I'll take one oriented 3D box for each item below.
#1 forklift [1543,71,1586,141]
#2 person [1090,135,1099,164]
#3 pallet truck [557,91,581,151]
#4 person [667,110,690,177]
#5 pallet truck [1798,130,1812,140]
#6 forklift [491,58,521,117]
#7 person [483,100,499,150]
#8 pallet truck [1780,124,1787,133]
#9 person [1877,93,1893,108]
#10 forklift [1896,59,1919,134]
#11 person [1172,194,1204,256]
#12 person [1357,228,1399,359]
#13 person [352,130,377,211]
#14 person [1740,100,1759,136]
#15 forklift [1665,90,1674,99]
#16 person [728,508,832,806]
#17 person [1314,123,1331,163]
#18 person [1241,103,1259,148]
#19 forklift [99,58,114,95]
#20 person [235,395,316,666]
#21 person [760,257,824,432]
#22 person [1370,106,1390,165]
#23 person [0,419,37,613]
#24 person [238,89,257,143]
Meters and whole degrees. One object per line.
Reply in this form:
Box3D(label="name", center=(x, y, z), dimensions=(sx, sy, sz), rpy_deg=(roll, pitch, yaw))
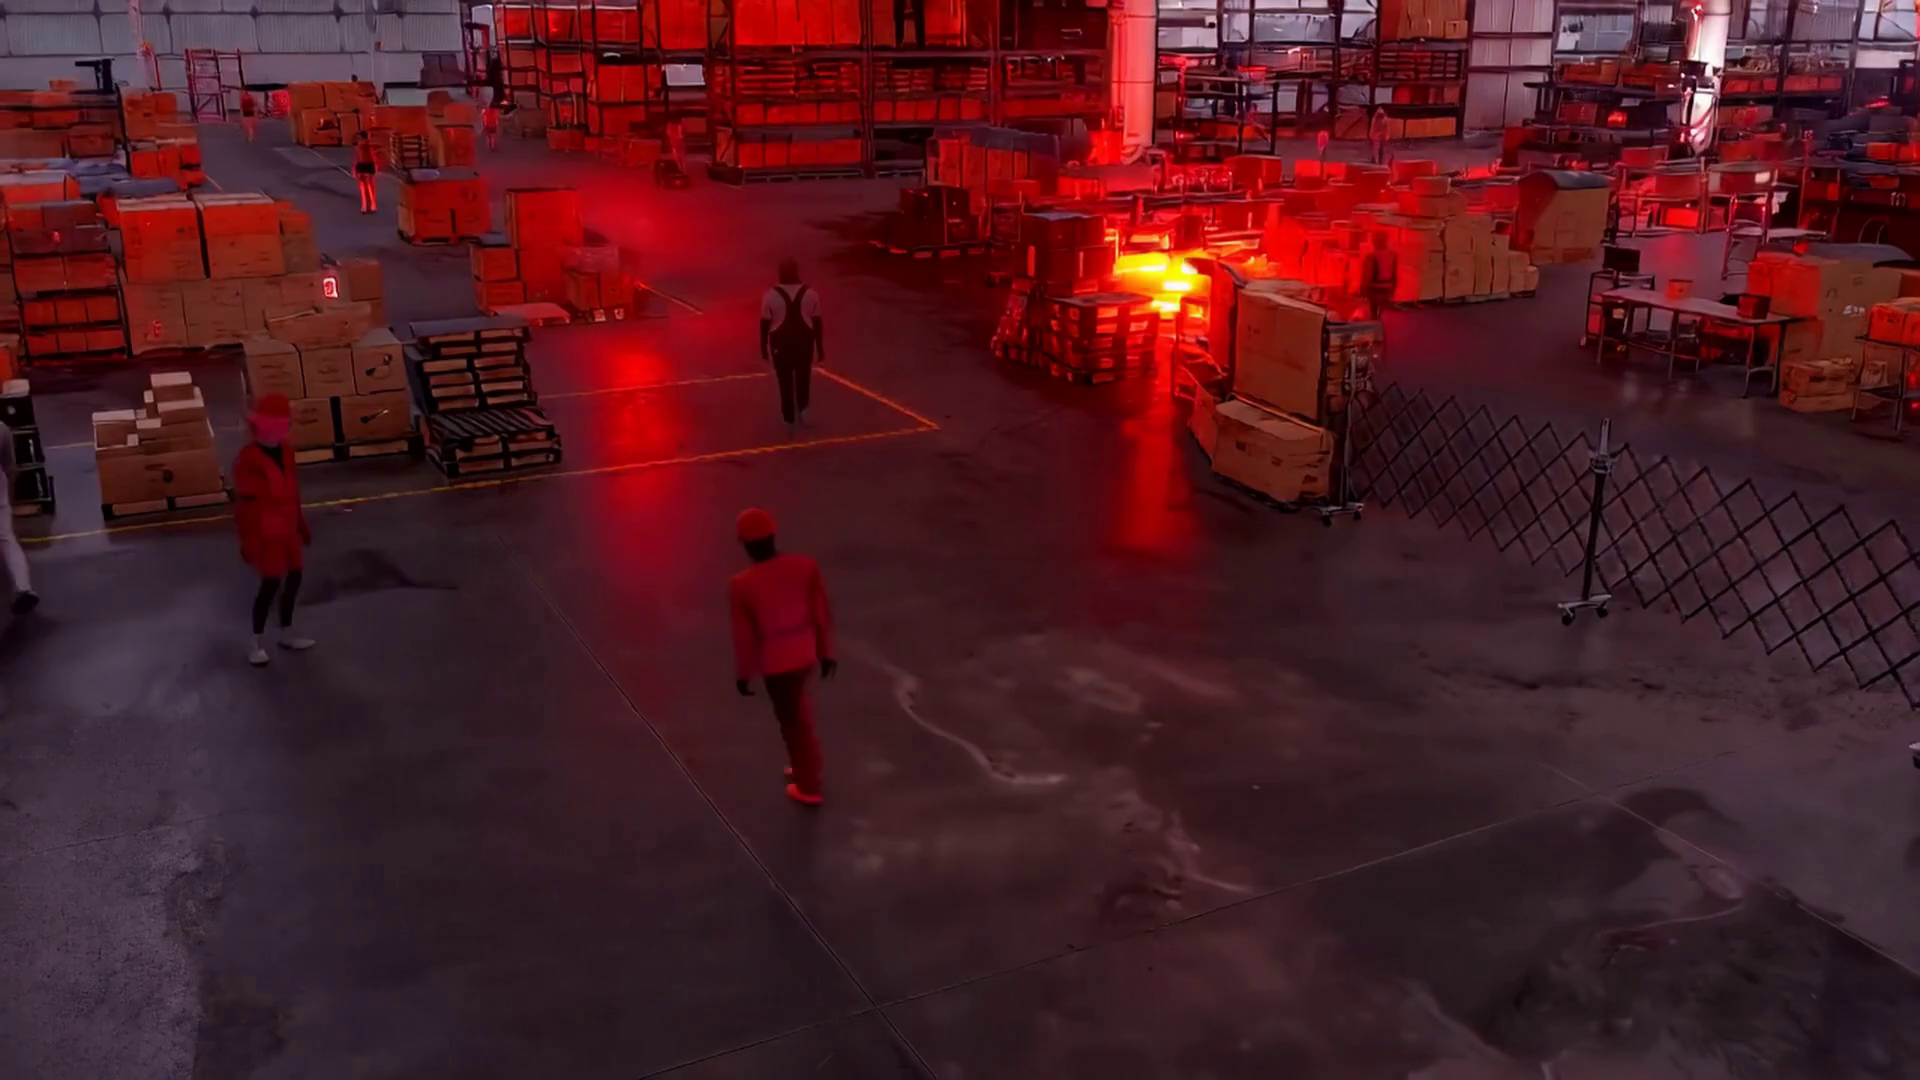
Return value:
Box3D(label="forklift", center=(18.685, -13.231, 52.085), dimensions=(1.873, 2.768, 1.129), rpy_deg=(-9, 20, -26))
Box3D(label="person", center=(3.418, -9.342, 41.862), dimensions=(0.316, 1.697, 0.542), rpy_deg=(1, 18, 4))
Box3D(label="pallet truck", center=(-13.495, -14.412, 57.188), dimensions=(0.823, 1.965, 1.885), rpy_deg=(-3, 18, -9))
Box3D(label="person", center=(-8.127, -11.401, 47.954), dimensions=(0.633, 1.910, 0.877), rpy_deg=(7, 19, 20))
Box3D(label="pallet truck", center=(25.526, -11.556, 49.408), dimensions=(1.630, 1.274, 0.653), rpy_deg=(-9, 20, -26))
Box3D(label="forklift", center=(-18.108, -17.474, 65.312), dimensions=(1.873, 2.768, 1.129), rpy_deg=(-3, 18, -11))
Box3D(label="person", center=(-16.144, -14.286, 57.290), dimensions=(0.543, 1.686, 0.485), rpy_deg=(-3, 18, -10))
Box3D(label="pallet truck", center=(25.206, -12.542, 52.601), dimensions=(1.601, 1.201, 0.680), rpy_deg=(0, 18, -2))
Box3D(label="person", center=(31.877, -14.496, 57.586), dimensions=(0.832, 1.921, 0.619), rpy_deg=(-7, 19, -20))
Box3D(label="forklift", center=(36.525, -17.063, 64.031), dimensions=(1.873, 2.768, 1.129), rpy_deg=(-9, 20, -26))
Box3D(label="person", center=(3.581, -4.498, 26.374), dimensions=(0.543, 1.939, 0.362), rpy_deg=(-6, 19, -18))
Box3D(label="person", center=(5.721, -3.340, 22.870), dimensions=(0.602, 1.868, 0.452), rpy_deg=(-8, 19, -22))
Box3D(label="person", center=(-14.400, -8.923, 40.200), dimensions=(0.539, 1.929, 0.397), rpy_deg=(-17, 24, -42))
Box3D(label="person", center=(26.117, -13.655, 55.166), dimensions=(0.898, 1.789, 0.614), rpy_deg=(-12, 21, -32))
Box3D(label="forklift", center=(24.772, -14.934, 57.394), dimensions=(1.873, 2.768, 1.129), rpy_deg=(-9, 20, -26))
Box3D(label="person", center=(-1.113, 0.723, 10.199), dimensions=(0.594, 1.876, 0.612), rpy_deg=(-15, 23, -39))
Box3D(label="person", center=(10.177, -10.907, 46.821), dimensions=(0.886, 1.644, 0.538), rpy_deg=(-9, 20, -26))
Box3D(label="person", center=(10.050, -14.310, 57.527), dimensions=(0.848, 1.583, 0.515), rpy_deg=(-5, 18, -15))
Box3D(label="forklift", center=(-33.236, -17.381, 65.020), dimensions=(1.873, 2.768, 1.129), rpy_deg=(-9, 20, -26))
Box3D(label="person", center=(-5.185, -0.073, 12.511), dimensions=(0.396, 1.989, 0.766), rpy_deg=(4, 18, 13))
Box3D(label="person", center=(-1.987, -2.351, 19.516), dimensions=(0.720, 2.000, 1.014), rpy_deg=(-4, 18, -13))
Box3D(label="person", center=(12.599, -12.083, 50.098), dimensions=(0.399, 1.900, 0.636), rpy_deg=(-13, 22, -34))
Box3D(label="person", center=(-7.916, -0.337, 13.471), dimensions=(1.010, 1.899, 0.638), rpy_deg=(14, 22, 36))
Box3D(label="person", center=(-25.794, -15.358, 60.292), dimensions=(0.621, 1.901, 0.571), rpy_deg=(-14, 22, -37))
